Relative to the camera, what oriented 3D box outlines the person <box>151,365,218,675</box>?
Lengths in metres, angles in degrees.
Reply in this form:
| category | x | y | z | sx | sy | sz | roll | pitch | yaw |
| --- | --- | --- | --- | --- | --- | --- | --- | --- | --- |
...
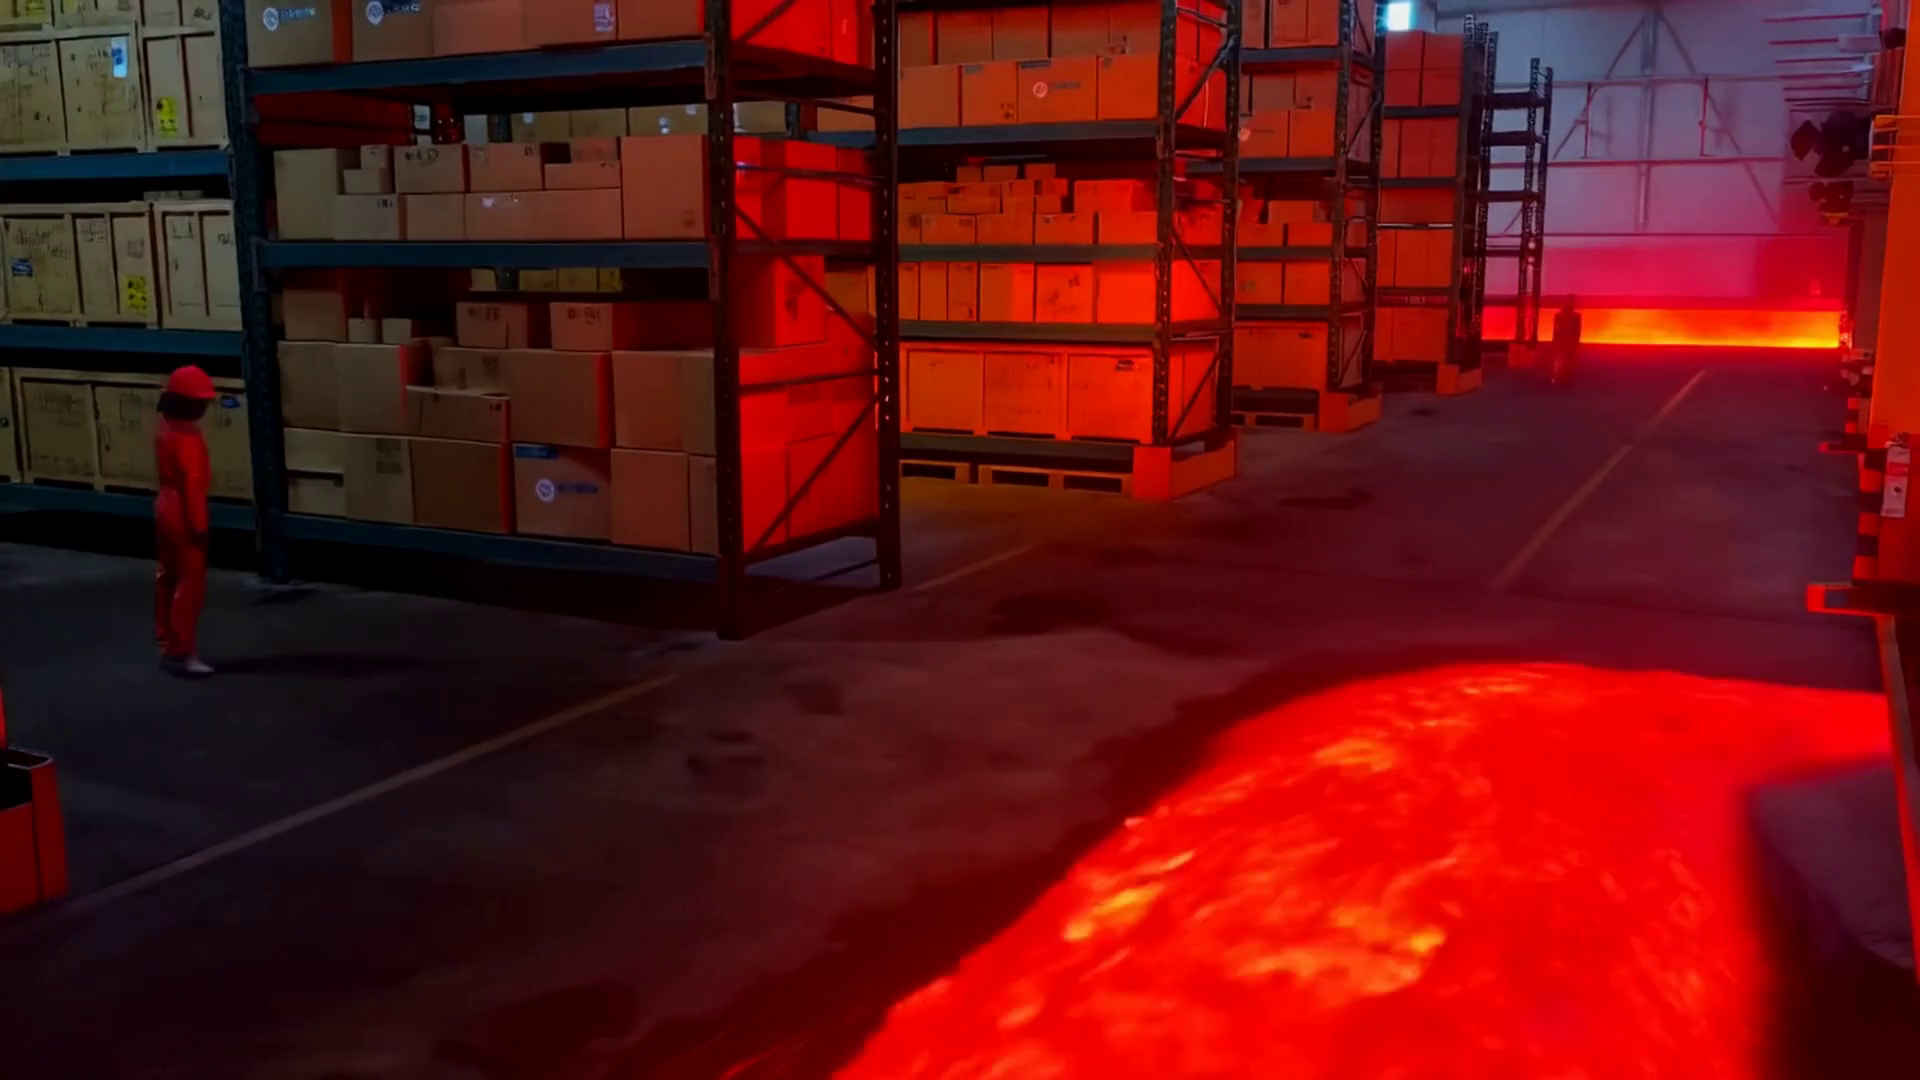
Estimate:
| category | x | y | z | sx | sy | sz | roll | pitch | yaw |
| --- | --- | --- | --- | --- | --- | --- | --- | --- | --- |
| person | -4.327 | -0.106 | 9.252 | 0.424 | 1.712 | 0.524 | -8 | 13 | -39 |

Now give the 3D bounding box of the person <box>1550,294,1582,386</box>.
| category | x | y | z | sx | sy | sz | roll | pitch | yaw |
| --- | --- | --- | --- | --- | --- | --- | --- | --- | --- |
| person | 10.664 | -3.519 | 29.298 | 0.517 | 1.610 | 0.764 | 8 | 13 | 38 |
